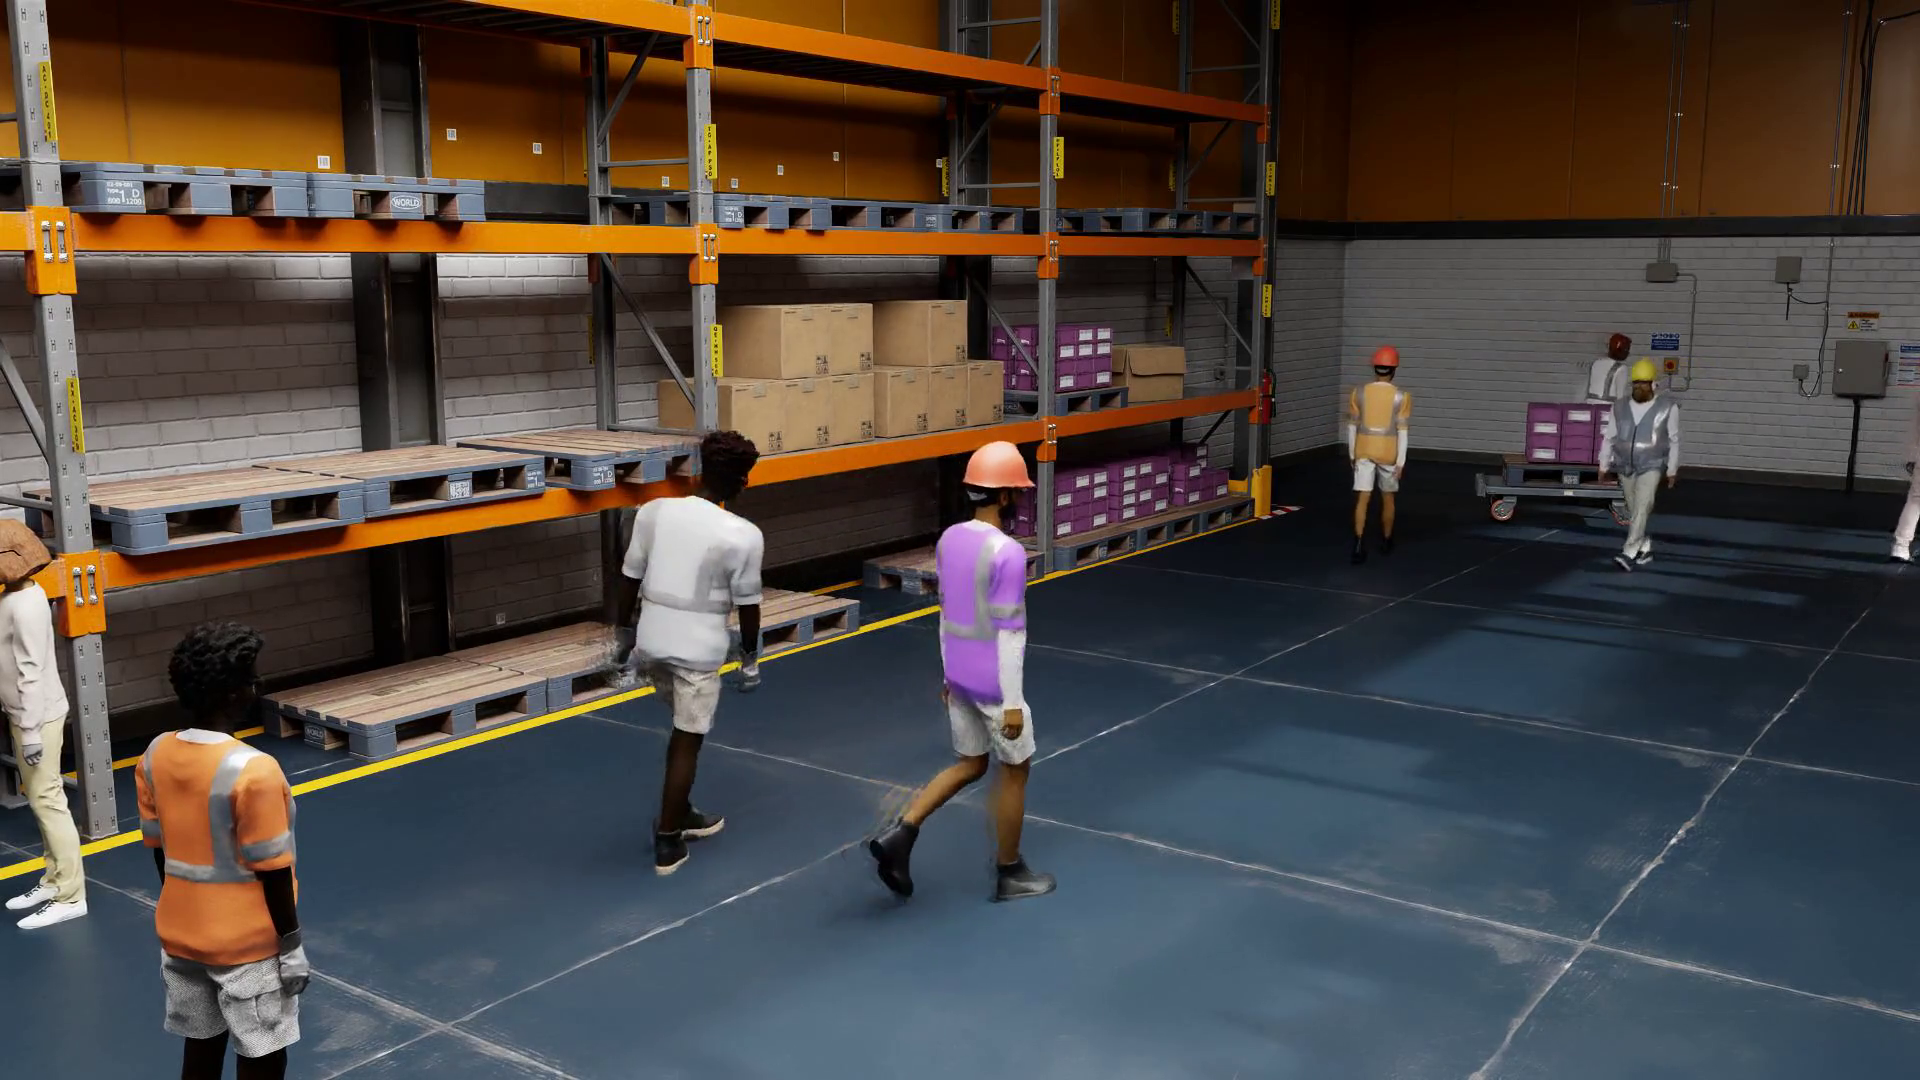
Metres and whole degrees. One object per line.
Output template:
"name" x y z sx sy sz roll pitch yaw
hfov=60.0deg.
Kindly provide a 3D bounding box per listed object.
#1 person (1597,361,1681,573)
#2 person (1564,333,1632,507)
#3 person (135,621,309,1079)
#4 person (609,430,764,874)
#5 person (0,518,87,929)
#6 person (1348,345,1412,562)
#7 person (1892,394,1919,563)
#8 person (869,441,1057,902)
"person" 5.747 -0.631 14.161 0.611 1.776 0.946 9 13 43
"person" 6.872 -1.294 17.917 0.356 1.864 0.755 -3 10 -19
"person" -1.924 1.051 4.403 0.532 1.697 0.319 5 11 29
"person" -1.148 0.469 7.249 0.696 1.912 0.647 6 11 30
"person" -3.694 0.719 6.600 0.282 1.625 0.492 -6 11 -32
"person" 3.664 -0.756 14.600 0.547 1.898 0.982 4 10 21
"person" 8.518 -0.701 14.431 0.994 1.847 0.712 -4 10 -23
"person" 0.030 0.561 6.708 0.721 1.919 0.548 -6 11 -31
